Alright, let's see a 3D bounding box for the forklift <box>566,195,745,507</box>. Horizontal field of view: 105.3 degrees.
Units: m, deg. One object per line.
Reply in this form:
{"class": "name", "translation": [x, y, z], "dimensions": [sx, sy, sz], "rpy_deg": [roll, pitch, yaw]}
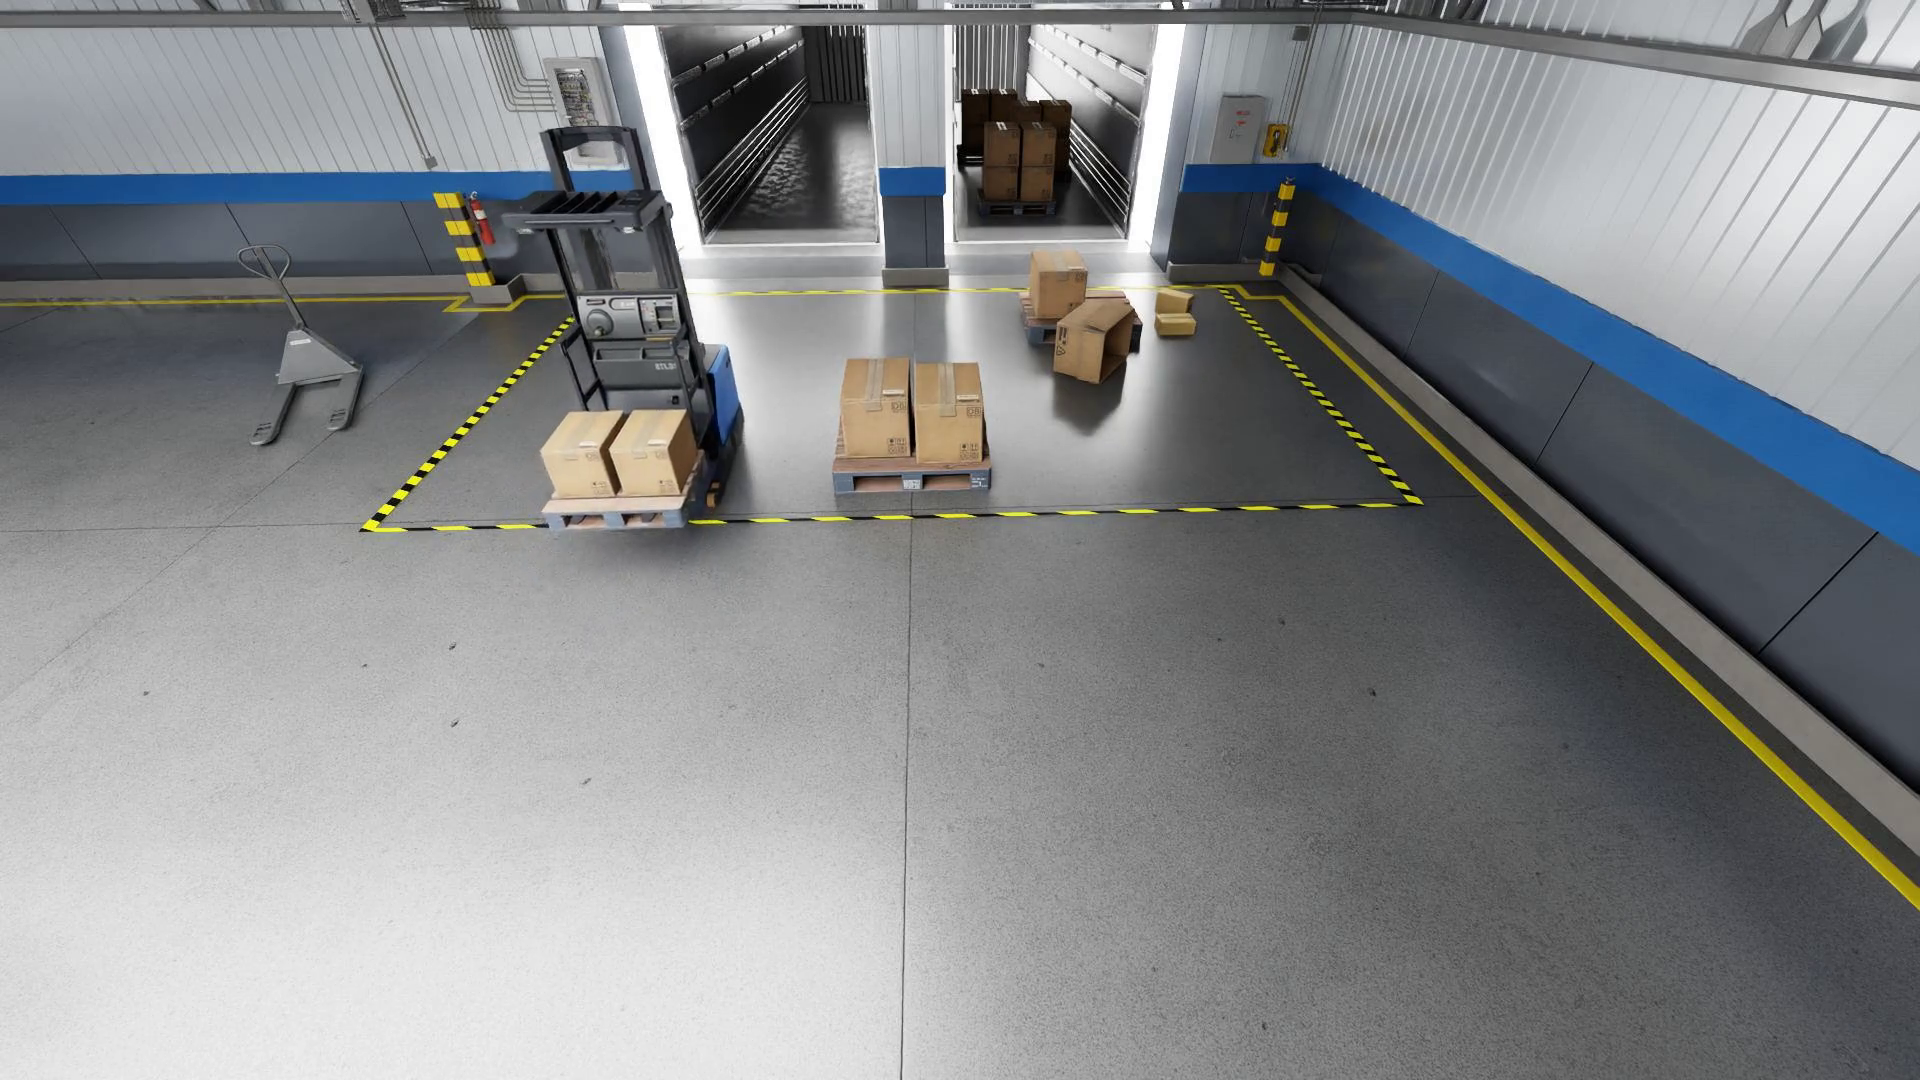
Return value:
{"class": "forklift", "translation": [-2.216, -1.524, 5.458], "dimensions": [0.716, 2.013, 0.776], "rpy_deg": [-2, 39, -2]}

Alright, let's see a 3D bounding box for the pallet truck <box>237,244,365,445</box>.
{"class": "pallet truck", "translation": [-5.915, -1.733, 6.366], "dimensions": [0.680, 1.201, 1.601], "rpy_deg": [-18, 42, -21]}
